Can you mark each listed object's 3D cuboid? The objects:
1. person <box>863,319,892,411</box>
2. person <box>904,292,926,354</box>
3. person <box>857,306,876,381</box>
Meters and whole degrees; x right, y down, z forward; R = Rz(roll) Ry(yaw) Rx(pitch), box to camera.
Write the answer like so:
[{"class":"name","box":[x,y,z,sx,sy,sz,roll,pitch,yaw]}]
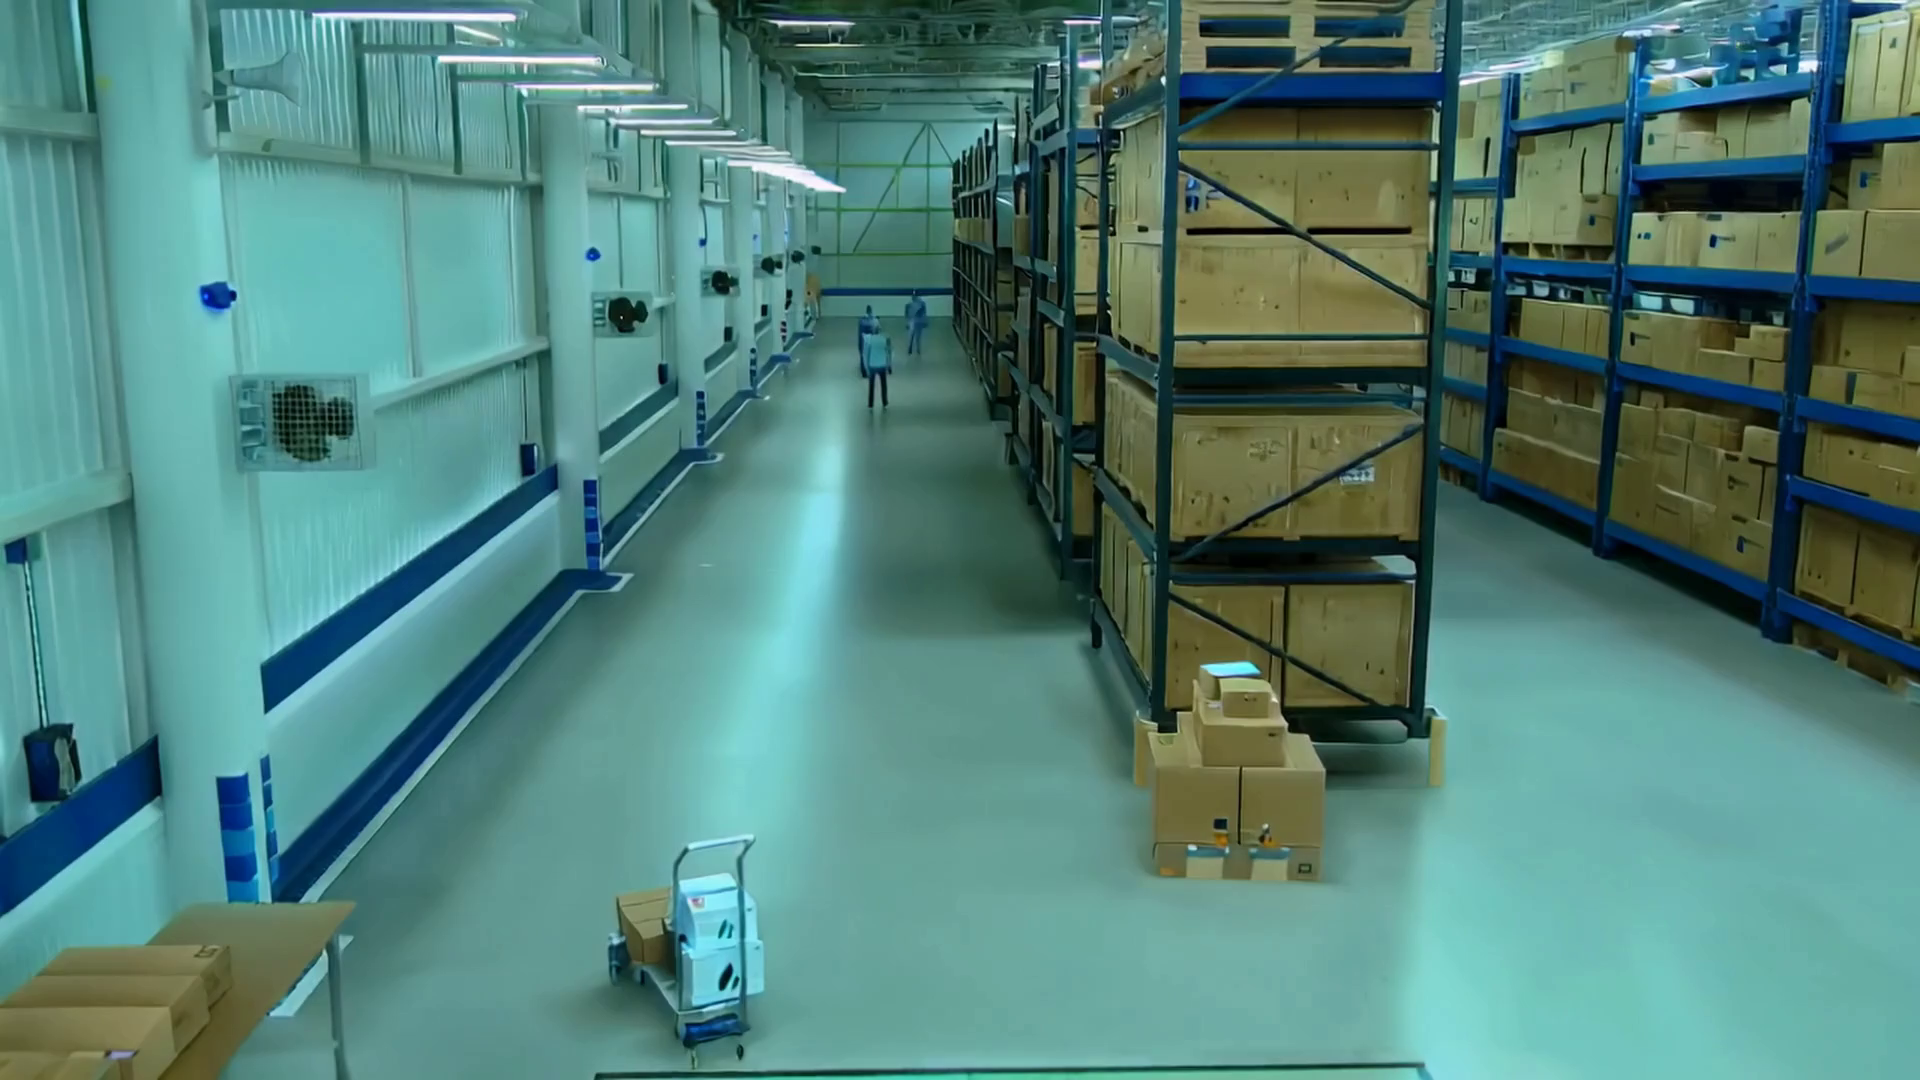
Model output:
[{"class":"person","box":[-1.758,-3.737,35.638,0.622,1.985,0.407,-1,11,-5]},{"class":"person","box":[-1.374,-6.643,50.999,0.671,1.916,0.402,0,11,-1]},{"class":"person","box":[-2.348,-5.034,42.589,0.601,1.906,0.411,-2,11,-8]}]
